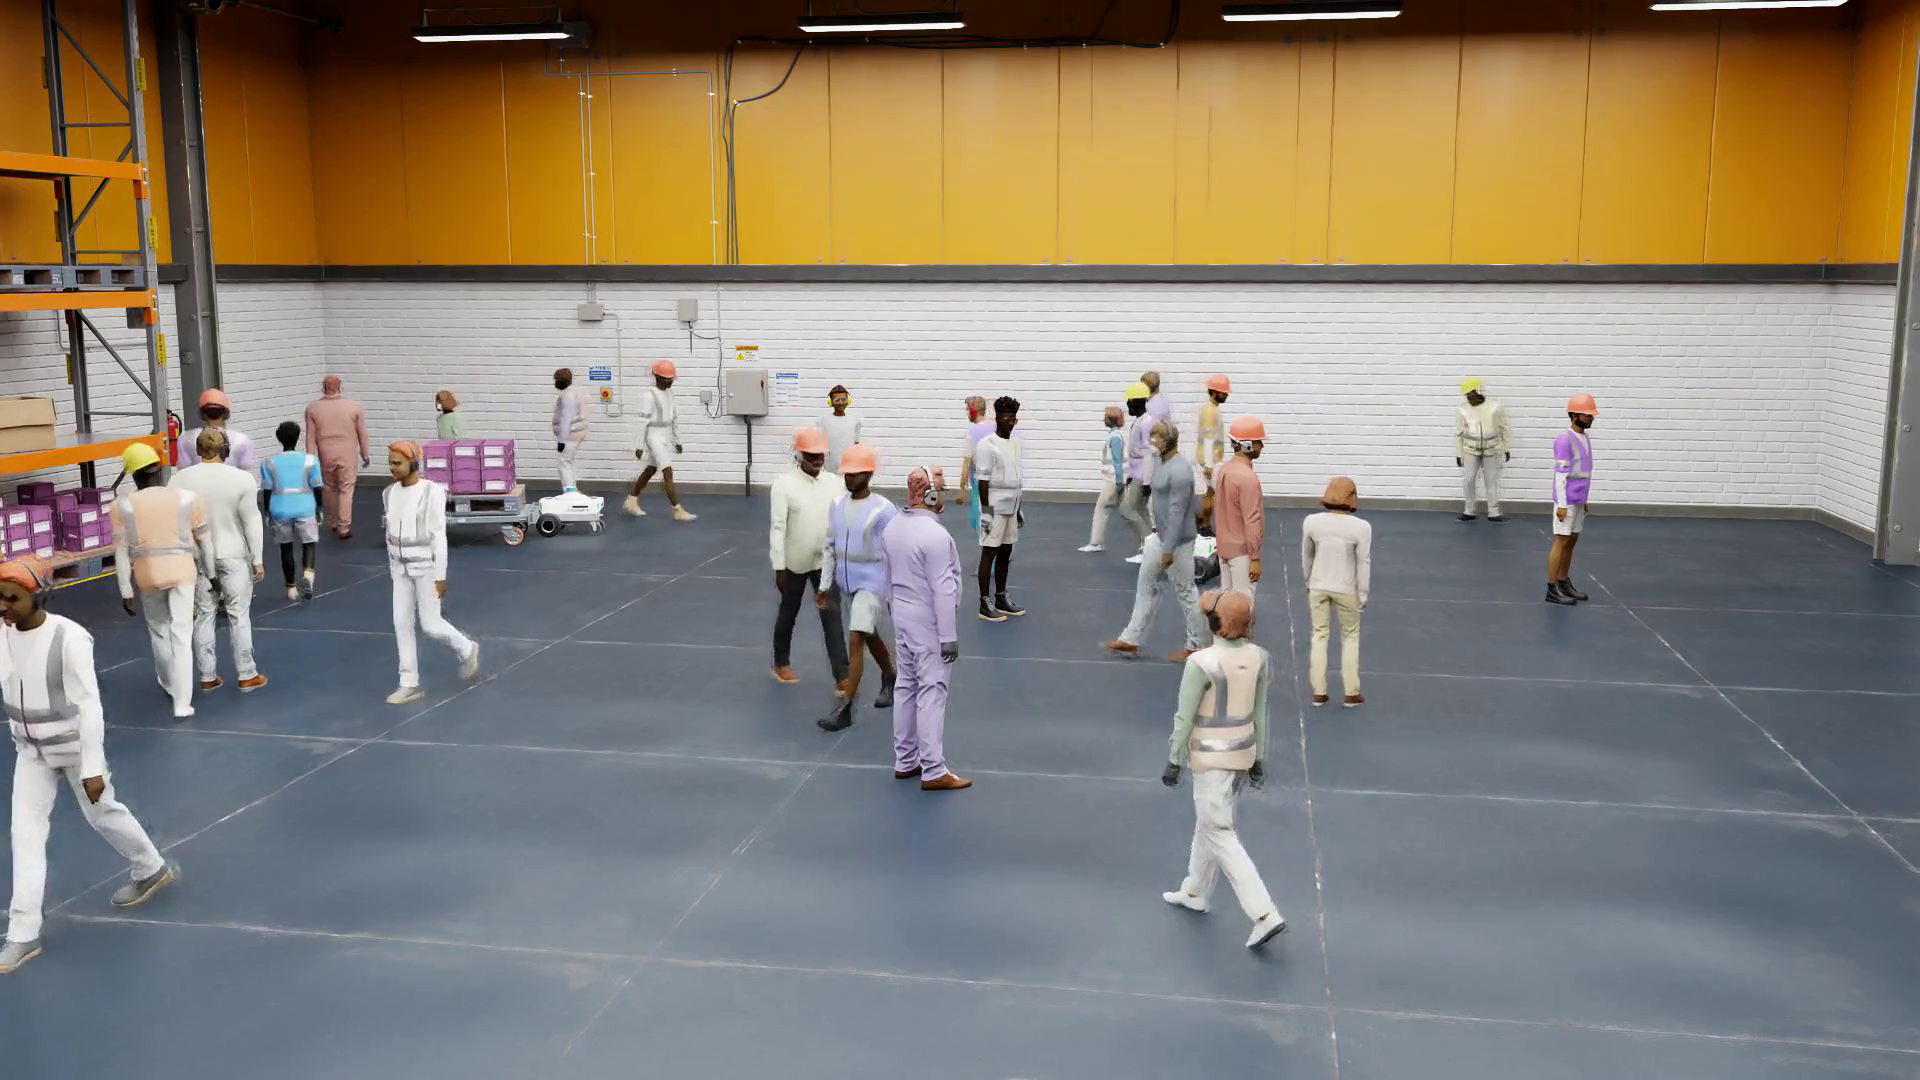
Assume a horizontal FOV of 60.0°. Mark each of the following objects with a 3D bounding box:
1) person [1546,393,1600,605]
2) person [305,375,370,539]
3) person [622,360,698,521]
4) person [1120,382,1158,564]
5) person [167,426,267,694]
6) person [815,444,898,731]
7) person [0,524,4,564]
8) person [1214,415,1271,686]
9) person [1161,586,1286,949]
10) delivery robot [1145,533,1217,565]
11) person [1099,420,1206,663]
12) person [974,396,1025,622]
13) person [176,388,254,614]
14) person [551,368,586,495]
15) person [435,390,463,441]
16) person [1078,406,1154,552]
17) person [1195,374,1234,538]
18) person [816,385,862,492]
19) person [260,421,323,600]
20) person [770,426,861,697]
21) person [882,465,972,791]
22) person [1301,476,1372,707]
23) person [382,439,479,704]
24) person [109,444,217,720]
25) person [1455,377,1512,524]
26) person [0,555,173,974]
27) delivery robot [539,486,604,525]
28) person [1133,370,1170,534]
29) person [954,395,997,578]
[{"bbox_3d":[5.634,-0.379,15.239,0.377,1.936,0.549,8,12,42],"label":"person"},{"bbox_3d":[-7.133,-0.958,19.120,0.659,1.852,1.018,-2,9,-12],"label":"person"},{"bbox_3d":[-3.734,-1.227,20.379,1.066,1.990,0.649,3,10,18],"label":"person"},{"bbox_3d":[1.857,-0.683,17.227,0.428,1.911,0.598,1,9,4],"label":"person"},{"bbox_3d":[-5.334,0.146,11.977,0.635,1.937,0.353,-1,9,-4],"label":"person"},{"bbox_3d":[-0.653,0.286,11.285,0.542,1.898,1.006,7,12,38],"label":"person"},{"bbox_3d":[-7.583,0.078,12.687,0.506,1.847,0.345,-3,10,-18],"label":"person"},{"bbox_3d":[2.069,0.079,12.218,0.386,1.992,0.625,-2,9,-13],"label":"person"},{"bbox_3d":[1.227,1.014,7.592,0.510,1.610,0.794,-8,12,-42],"label":"person"},{"bbox_3d":[2.195,0.073,16.419,0.707,0.478,0.477,4,10,25],"label":"delivery robot"},{"bbox_3d":[1.508,0.027,12.845,0.925,1.896,0.648,-1,9,-8],"label":"person"},{"bbox_3d":[0.364,-0.283,14.568,0.373,1.962,0.607,7,11,36],"label":"person"},{"bbox_3d":[-6.523,-0.314,14.589,0.657,2.018,0.529,-5,10,-29],"label":"person"},{"bbox_3d":[-5.072,-1.327,21.541,0.427,1.804,0.659,-1,9,-7],"label":"person"},{"bbox_3d":[-6.193,-1.019,20.316,0.504,1.589,0.687,6,11,35],"label":"person"},{"bbox_3d":[1.734,-0.656,17.992,0.826,1.609,0.507,1,9,9],"label":"person"},{"bbox_3d":[2.819,-0.892,18.483,0.423,1.916,0.571,2,9,12],"label":"person"},{"bbox_3d":[-1.249,-0.683,17.336,0.526,1.871,0.313,-3,10,-21],"label":"person"},{"bbox_3d":[-6.107,-0.247,15.232,0.538,1.683,0.611,-3,10,-19],"label":"person"},{"bbox_3d":[-1.091,0.145,12.002,0.653,1.937,1.044,-6,11,-32],"label":"person"},{"bbox_3d":[-0.186,0.511,9.808,0.406,1.911,0.639,-6,11,-31],"label":"person"},{"bbox_3d":[2.626,0.358,11.624,0.516,1.627,0.351,5,10,29],"label":"person"},{"bbox_3d":[-3.810,0.204,11.839,0.586,1.867,0.693,4,10,25],"label":"person"},{"bbox_3d":[-5.484,0.262,11.477,0.627,1.855,1.010,-4,10,-24],"label":"person"},{"bbox_3d":[6.324,-1.063,20.001,0.726,1.788,0.407,3,10,16],"label":"person"},{"bbox_3d":[-4.030,0.928,7.562,0.586,1.817,1.040,2,9,14],"label":"person"},{"bbox_3d":[-4.485,-0.377,19.214,0.707,0.478,0.477,-1,9,-4],"label":"delivery robot"},{"bbox_3d":[2.282,-0.987,19.077,0.510,1.918,0.656,2,9,13],"label":"person"},{"bbox_3d":[0.216,-0.519,16.492,0.474,1.821,0.559,4,10,25],"label":"person"}]
